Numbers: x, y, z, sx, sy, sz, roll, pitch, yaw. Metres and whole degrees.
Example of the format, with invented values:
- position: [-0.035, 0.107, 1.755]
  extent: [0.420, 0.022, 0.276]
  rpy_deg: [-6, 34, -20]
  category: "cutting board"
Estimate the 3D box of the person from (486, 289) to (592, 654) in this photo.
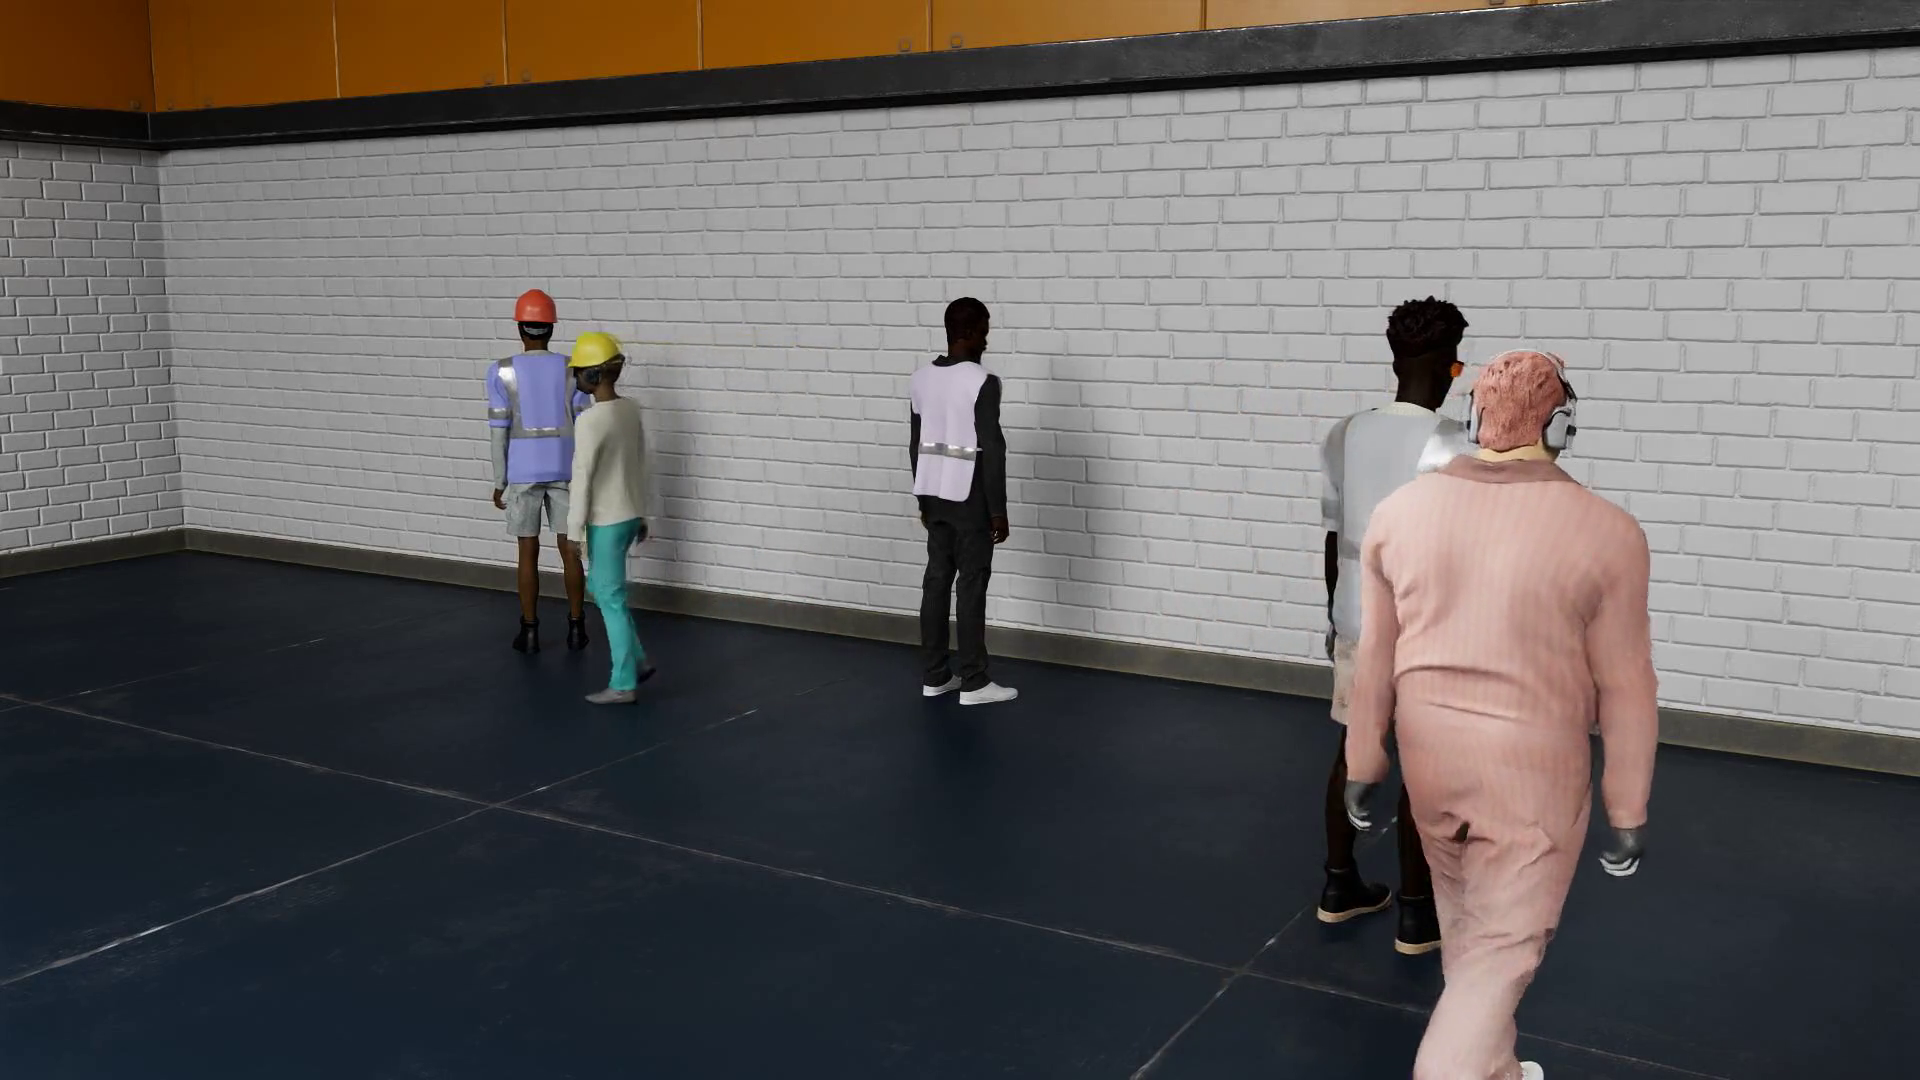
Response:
- position: [-2.234, -0.360, 8.887]
  extent: [0.542, 1.938, 0.358]
  rpy_deg: [-4, 10, -22]
  category: "person"

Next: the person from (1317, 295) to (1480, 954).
- position: [1.342, 0.251, 5.016]
  extent: [0.375, 1.958, 0.606]
  rpy_deg: [-7, 11, -35]
  category: "person"

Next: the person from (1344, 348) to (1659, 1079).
- position: [1.146, 0.518, 3.661]
  extent: [0.674, 1.873, 0.906]
  rpy_deg: [9, 13, 44]
  category: "person"

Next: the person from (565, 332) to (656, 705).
- position: [-1.657, -0.088, 7.740]
  extent: [0.369, 1.750, 0.551]
  rpy_deg: [2, 9, 15]
  category: "person"

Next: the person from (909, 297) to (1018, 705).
- position: [-0.006, -0.181, 7.849]
  extent: [0.391, 1.913, 0.585]
  rpy_deg: [-8, 12, -42]
  category: "person"
